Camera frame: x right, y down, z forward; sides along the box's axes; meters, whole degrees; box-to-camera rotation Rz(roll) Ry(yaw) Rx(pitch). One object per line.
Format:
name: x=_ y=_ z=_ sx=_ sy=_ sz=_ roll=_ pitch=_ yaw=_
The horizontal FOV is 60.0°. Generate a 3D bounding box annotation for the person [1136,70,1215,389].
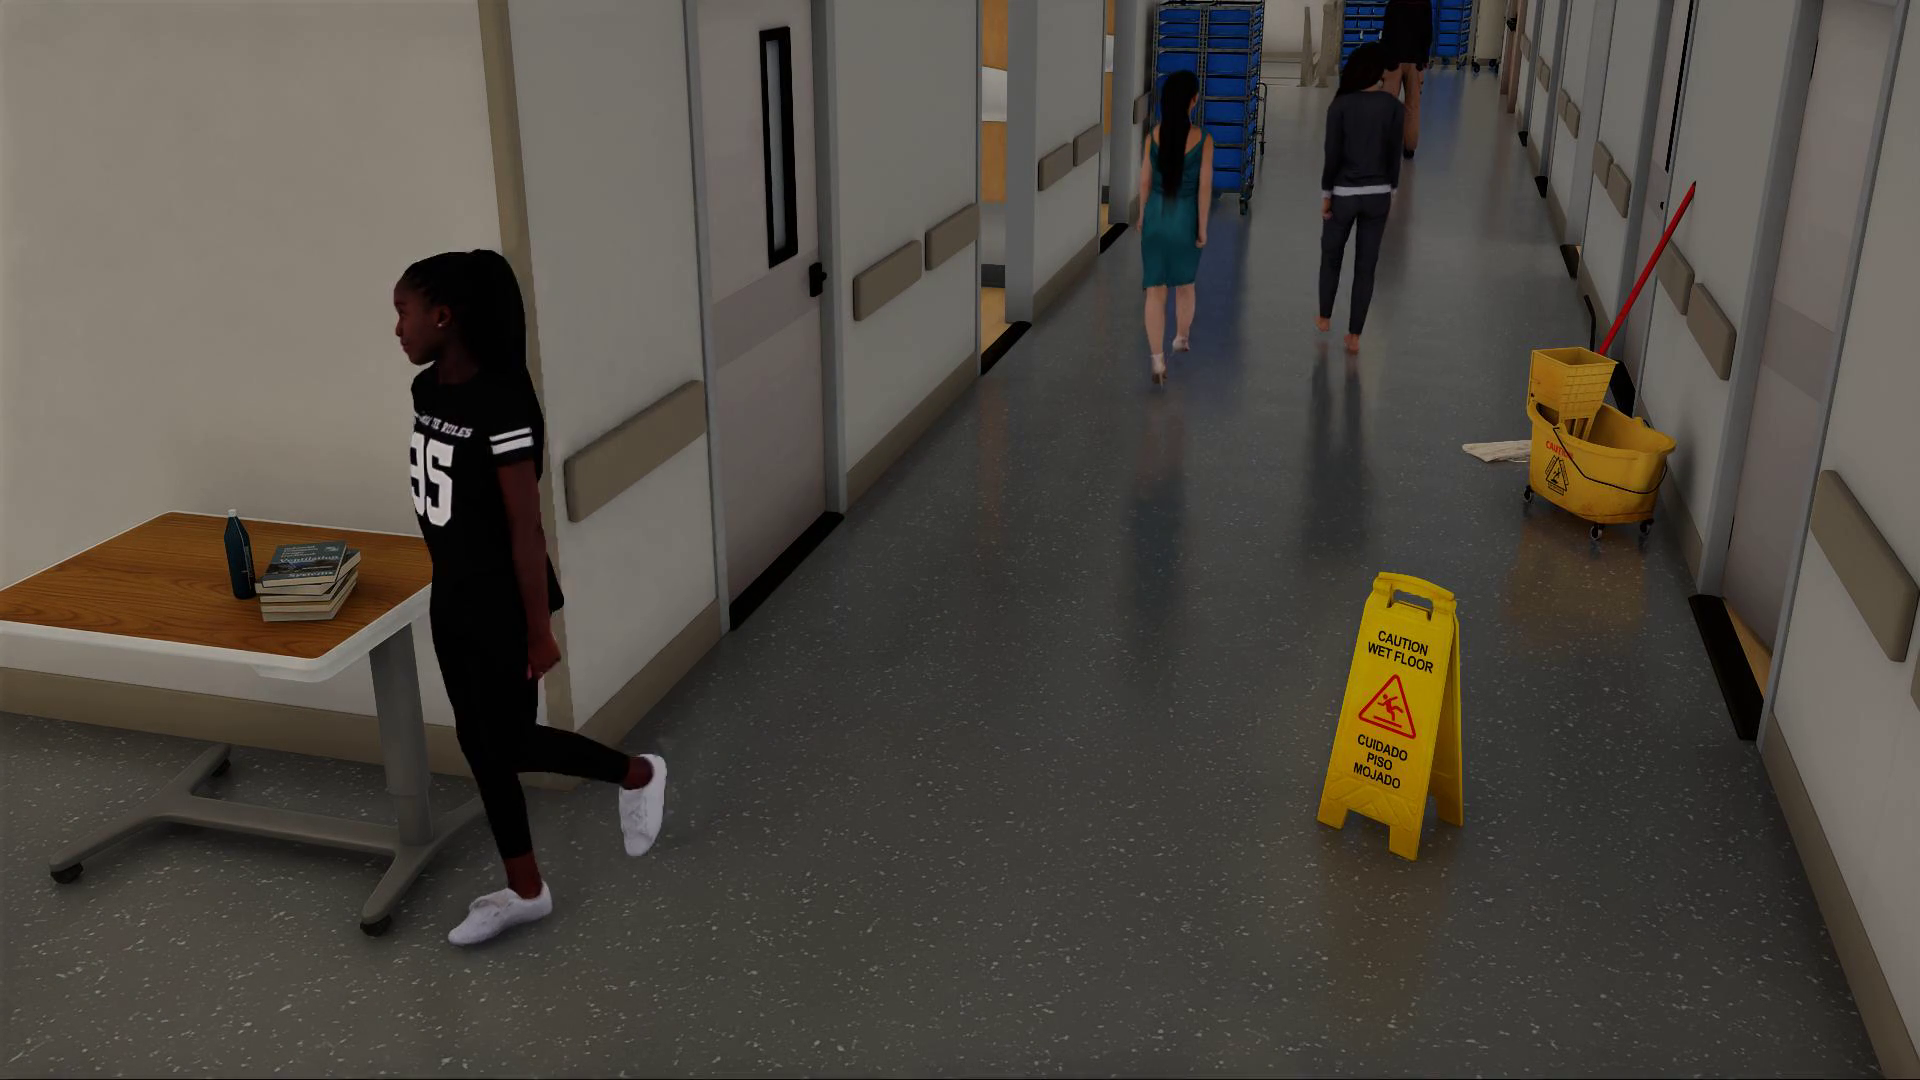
person: x=1.118 y=-1.620 z=8.917 sx=0.582 sy=1.641 sz=1.001 roll=5 pitch=21 yaw=12

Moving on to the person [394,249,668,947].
person: x=-1.106 y=0.149 z=4.144 sx=0.868 sy=1.713 sz=1.004 roll=17 pitch=26 yaw=37

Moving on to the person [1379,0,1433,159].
person: x=4.643 y=-4.995 z=17.427 sx=0.767 sy=1.925 sz=0.700 roll=-1 pitch=21 yaw=-2

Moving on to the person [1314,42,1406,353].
person: x=2.341 y=-1.970 z=9.694 sx=0.701 sy=1.744 sz=0.956 roll=2 pitch=21 yaw=5
